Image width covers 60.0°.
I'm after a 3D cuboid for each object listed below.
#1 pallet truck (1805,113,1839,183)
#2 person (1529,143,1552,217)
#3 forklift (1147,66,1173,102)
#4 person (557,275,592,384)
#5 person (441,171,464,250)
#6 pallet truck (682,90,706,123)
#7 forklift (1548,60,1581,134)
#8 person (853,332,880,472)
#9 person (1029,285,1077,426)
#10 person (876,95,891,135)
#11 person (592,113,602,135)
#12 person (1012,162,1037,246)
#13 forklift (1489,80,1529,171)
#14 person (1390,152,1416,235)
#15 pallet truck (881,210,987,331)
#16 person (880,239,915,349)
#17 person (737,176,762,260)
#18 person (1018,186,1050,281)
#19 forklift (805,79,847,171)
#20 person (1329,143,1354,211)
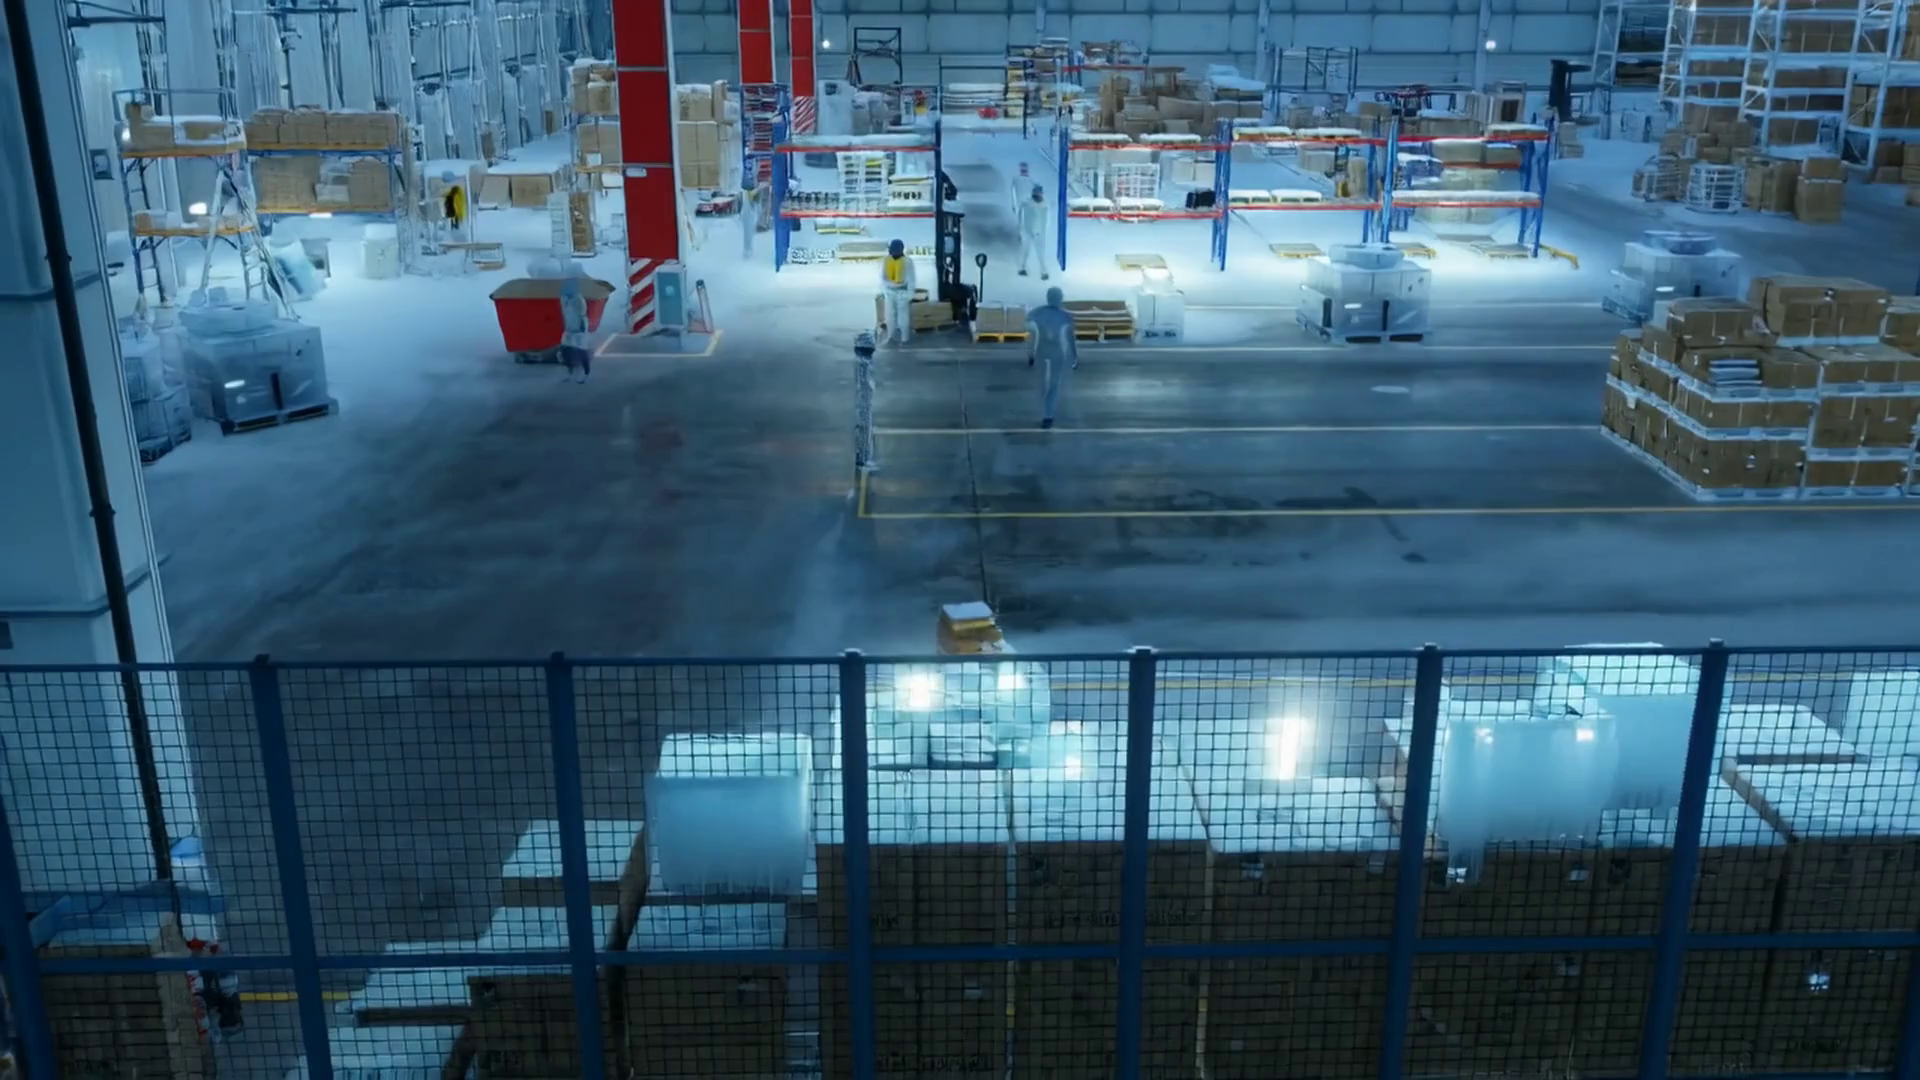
[{"bbox_3d":[26.403,-11.957,50.702,0.823,1.965,1.885,6,19,16],"label":"pallet truck"},{"bbox_3d":[14.990,-9.322,43.052,0.556,1.902,0.564,4,19,12],"label":"person"},{"bbox_3d":[7.425,-16.286,62.184,1.129,2.768,1.873,-9,21,-25],"label":"forklift"},{"bbox_3d":[-5.865,-3.154,25.080,0.538,1.675,0.628,13,23,35],"label":"person"},{"bbox_3d":[-11.075,-7.086,36.350,0.378,1.932,0.551,-4,19,-12],"label":"person"},{"bbox_3d":[-9.671,-15.907,62.421,0.823,1.965,1.885,5,19,15],"label":"pallet truck"},{"bbox_3d":[23.757,-17.640,66.201,1.873,2.768,1.129,0,19,-1],"label":"forklift"},{"bbox_3d":[-1.171,-1.731,20.758,0.294,1.744,0.484,-3,19,-8],"label":"person"},{"bbox_3d":[1.337,-2.572,22.980,0.663,1.914,0.783,11,21,29],"label":"person"},{"bbox_3d":[-2.819,-15.196,60.463,0.904,1.910,0.634,-5,19,-14],"label":"person"},{"bbox_3d":[-14.370,-16.837,65.744,0.712,1.633,0.339,16,24,39],"label":"person"},{"bbox_3d":[1.475,-7.785,38.493,0.603,1.900,0.871,6,20,17],"label":"person"},{"bbox_3d":[17.587,-13.331,53.418,1.129,2.768,1.873,-1,19,-1],"label":"forklift"},{"bbox_3d":[10.668,-8.355,40.076,0.603,1.959,0.376,-14,23,-37],"label":"person"},{"bbox_3d":[-0.493,-4.759,29.349,1.885,1.965,0.823,-13,23,-34],"label":"pallet truck"},{"bbox_3d":[-1.051,-4.085,27.619,0.631,1.829,0.431,12,22,32],"label":"person"},{"bbox_3d":[-4.660,-7.083,36.563,0.500,1.807,0.923,3,19,9],"label":"person"},{"bbox_3d":[1.531,-6.313,34.133,0.644,1.904,0.999,-9,20,-24],"label":"person"},{"bbox_3d":[-4.097,-13.405,53.639,1.129,2.768,1.873,-17,25,-40],"label":"forklift"},{"bbox_3d":[10.141,-9.706,44.146,0.593,1.920,0.392,16,24,39],"label":"person"}]
